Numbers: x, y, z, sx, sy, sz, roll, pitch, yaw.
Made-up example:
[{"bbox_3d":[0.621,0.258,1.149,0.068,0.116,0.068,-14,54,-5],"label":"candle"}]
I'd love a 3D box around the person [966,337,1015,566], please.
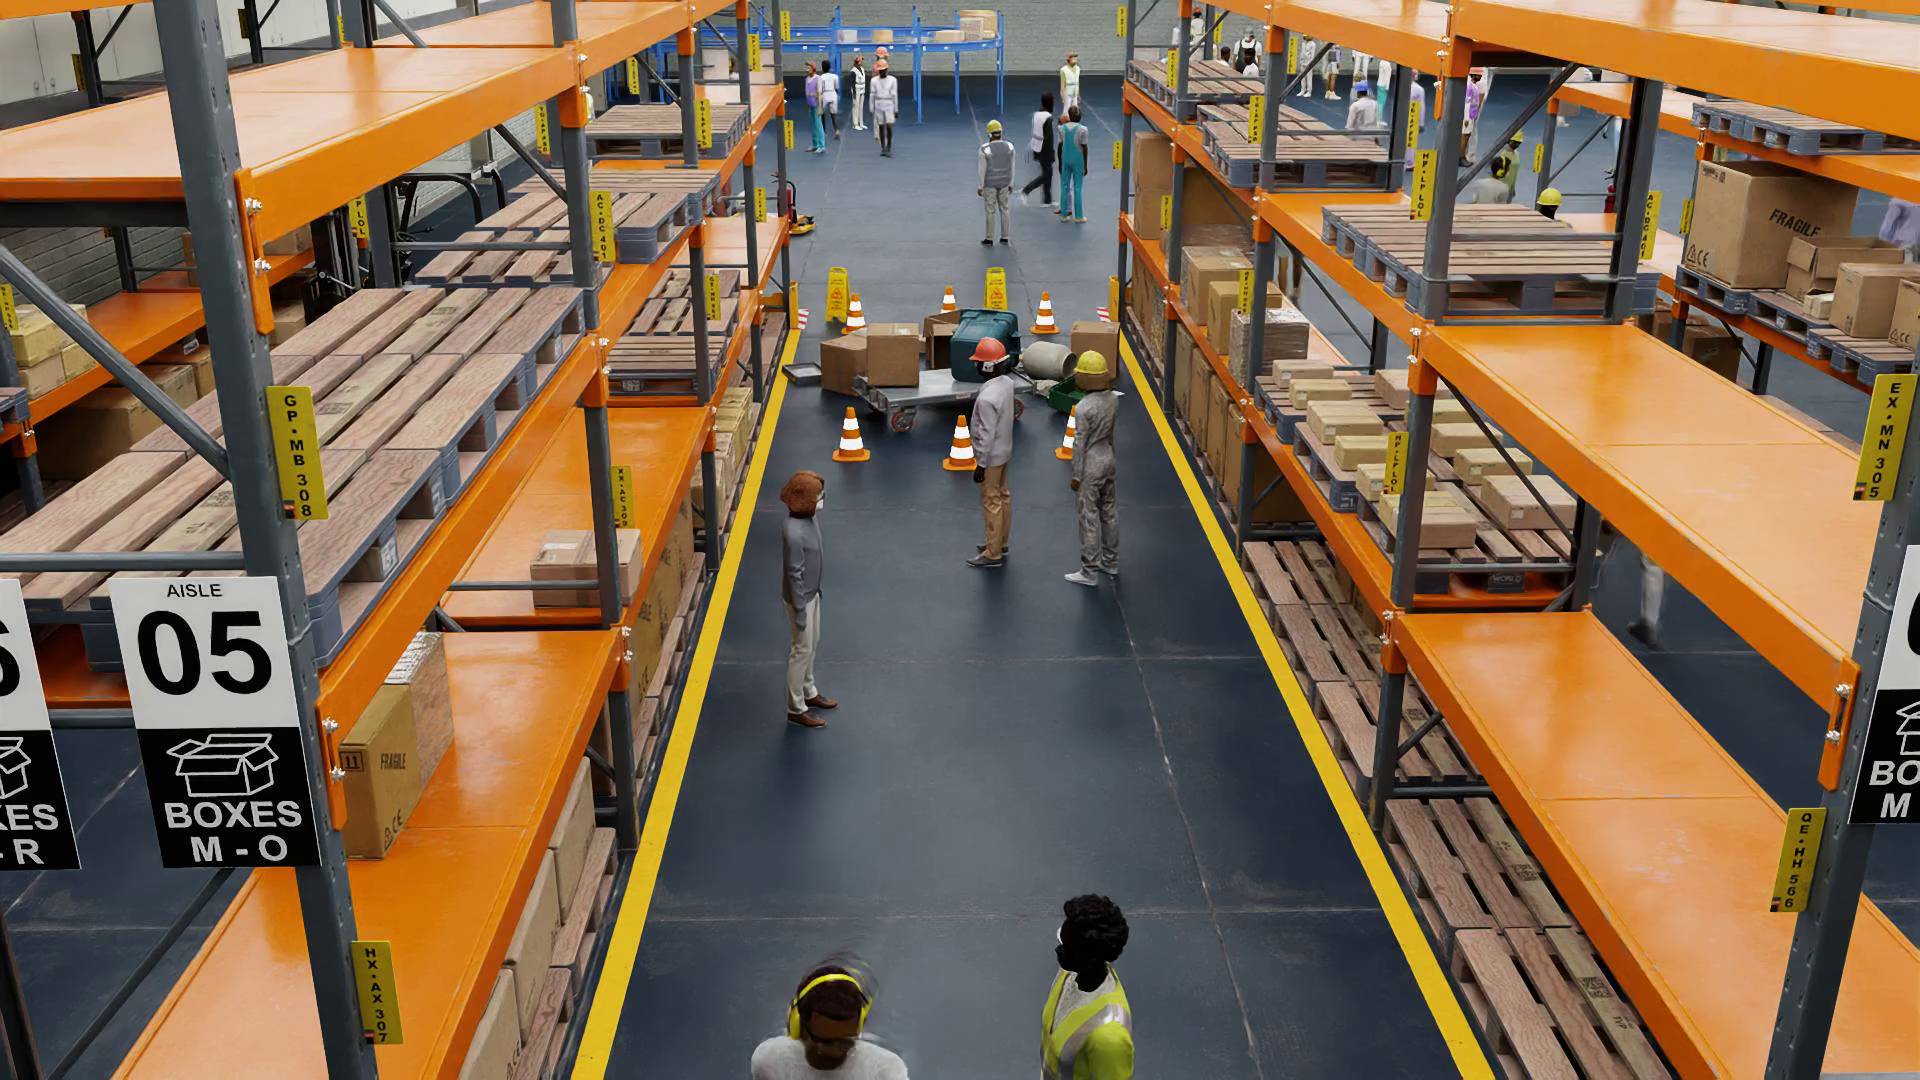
[{"bbox_3d":[0.225,-0.663,12.505,0.325,1.752,0.563,6,22,15],"label":"person"}]

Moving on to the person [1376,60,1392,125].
[{"bbox_3d":[9.851,-10.523,38.563,0.337,1.759,0.528,-2,21,-5],"label":"person"}]

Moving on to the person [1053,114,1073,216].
[{"bbox_3d":[1.708,-6.082,27.012,0.283,1.628,0.503,-4,21,-11],"label":"person"}]

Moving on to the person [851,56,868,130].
[{"bbox_3d":[-2.307,-10.149,37.754,0.310,1.631,0.506,9,22,22],"label":"person"}]

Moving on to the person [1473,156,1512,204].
[{"bbox_3d":[6.657,-3.912,20.968,0.504,1.840,0.529,-12,24,-30],"label":"person"}]

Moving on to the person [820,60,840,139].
[{"bbox_3d":[-2.862,-9.570,36.146,0.537,1.676,0.701,-10,23,-24],"label":"person"}]

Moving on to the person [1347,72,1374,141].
[{"bbox_3d":[7.387,-7.694,30.856,0.384,1.928,0.635,-9,22,-22],"label":"person"}]

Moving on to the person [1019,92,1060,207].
[{"bbox_3d":[1.343,-6.478,27.680,0.690,1.893,0.586,-5,21,-14],"label":"person"}]

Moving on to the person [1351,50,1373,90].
[{"bbox_3d":[11.145,-13.409,46.015,0.575,1.883,0.362,5,21,13],"label":"person"}]

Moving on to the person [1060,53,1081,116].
[{"bbox_3d":[2.384,-9.647,36.149,0.410,1.830,0.577,19,28,40],"label":"person"}]

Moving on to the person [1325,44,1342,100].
[{"bbox_3d":[9.867,-12.624,43.730,0.383,2.036,0.605,-4,21,-9],"label":"person"}]

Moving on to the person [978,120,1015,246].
[{"bbox_3d":[0.523,-5.268,24.572,0.588,1.830,0.404,-10,23,-24],"label":"person"}]

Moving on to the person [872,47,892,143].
[{"bbox_3d":[-1.677,-9.516,35.570,0.390,1.991,0.623,-6,22,-16],"label":"person"}]

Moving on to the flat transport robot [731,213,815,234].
[{"bbox_3d":[-3.027,-4.936,25.863,1.431,0.197,0.652,4,21,10],"label":"flat transport robot"}]

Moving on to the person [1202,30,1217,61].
[{"bbox_3d":[6.137,-11.771,41.610,0.544,1.939,0.372,4,21,10],"label":"person"}]

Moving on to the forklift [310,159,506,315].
[{"bbox_3d":[-5.622,-2.910,17.832,2.313,2.155,1.214,-1,21,-1],"label":"forklift"}]

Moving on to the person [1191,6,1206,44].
[{"bbox_3d":[7.026,-14.802,49.469,0.607,2.048,0.365,-2,21,-5],"label":"person"}]

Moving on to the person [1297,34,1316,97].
[{"bbox_3d":[9.273,-12.767,44.528,0.320,1.737,0.483,-12,24,-29],"label":"person"}]

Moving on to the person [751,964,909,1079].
[{"bbox_3d":[-0.402,2.102,5.117,0.528,1.808,0.994,2,21,6],"label":"person"}]

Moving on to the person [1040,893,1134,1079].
[{"bbox_3d":[0.426,1.951,5.671,0.318,1.700,0.535,-4,21,-12],"label":"person"}]

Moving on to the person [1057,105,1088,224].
[{"bbox_3d":[1.784,-5.948,26.353,0.505,1.842,0.346,10,23,25],"label":"person"}]

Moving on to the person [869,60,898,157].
[{"bbox_3d":[-1.551,-8.662,33.427,0.571,1.908,0.732,3,21,8],"label":"person"}]

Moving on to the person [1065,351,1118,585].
[{"bbox_3d":[0.962,-0.535,12.198,0.334,1.734,0.484,15,26,35],"label":"person"}]

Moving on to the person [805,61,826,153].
[{"bbox_3d":[-2.968,-8.877,34.107,0.393,1.836,0.561,-13,24,-31],"label":"person"}]

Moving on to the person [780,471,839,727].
[{"bbox_3d":[-0.924,0.349,10.014,0.298,1.622,0.507,2,21,5],"label":"person"}]

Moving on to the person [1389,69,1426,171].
[{"bbox_3d":[8.562,-8.010,31.745,0.707,1.895,0.404,18,27,40],"label":"person"}]

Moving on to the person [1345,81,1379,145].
[{"bbox_3d":[7.149,-7.157,29.494,0.608,1.893,1.006,-14,25,-32],"label":"person"}]

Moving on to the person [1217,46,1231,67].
[{"bbox_3d":[5.765,-9.926,36.784,0.407,1.907,0.597,-6,21,-15],"label":"person"}]

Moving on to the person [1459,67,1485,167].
[{"bbox_3d":[9.903,-8.218,32.221,0.374,1.935,0.552,11,23,26],"label":"person"}]

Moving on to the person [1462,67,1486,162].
[{"bbox_3d":[10.039,-8.516,32.864,0.535,2.000,0.687,-1,21,-4],"label":"person"}]

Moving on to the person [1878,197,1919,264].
[{"bbox_3d":[11.323,-3.545,19.944,0.655,1.888,0.981,-2,21,-4],"label":"person"}]

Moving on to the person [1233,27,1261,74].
[{"bbox_3d":[7.097,-11.682,41.232,0.673,2.000,0.535,4,21,12],"label":"person"}]

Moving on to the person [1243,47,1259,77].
[{"bbox_3d":[6.201,-9.575,35.764,0.367,1.967,0.603,-3,21,-7],"label":"person"}]

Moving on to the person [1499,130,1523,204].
[{"bbox_3d":[7.960,-5.092,24.202,0.329,1.763,0.523,18,27,39],"label":"person"}]
